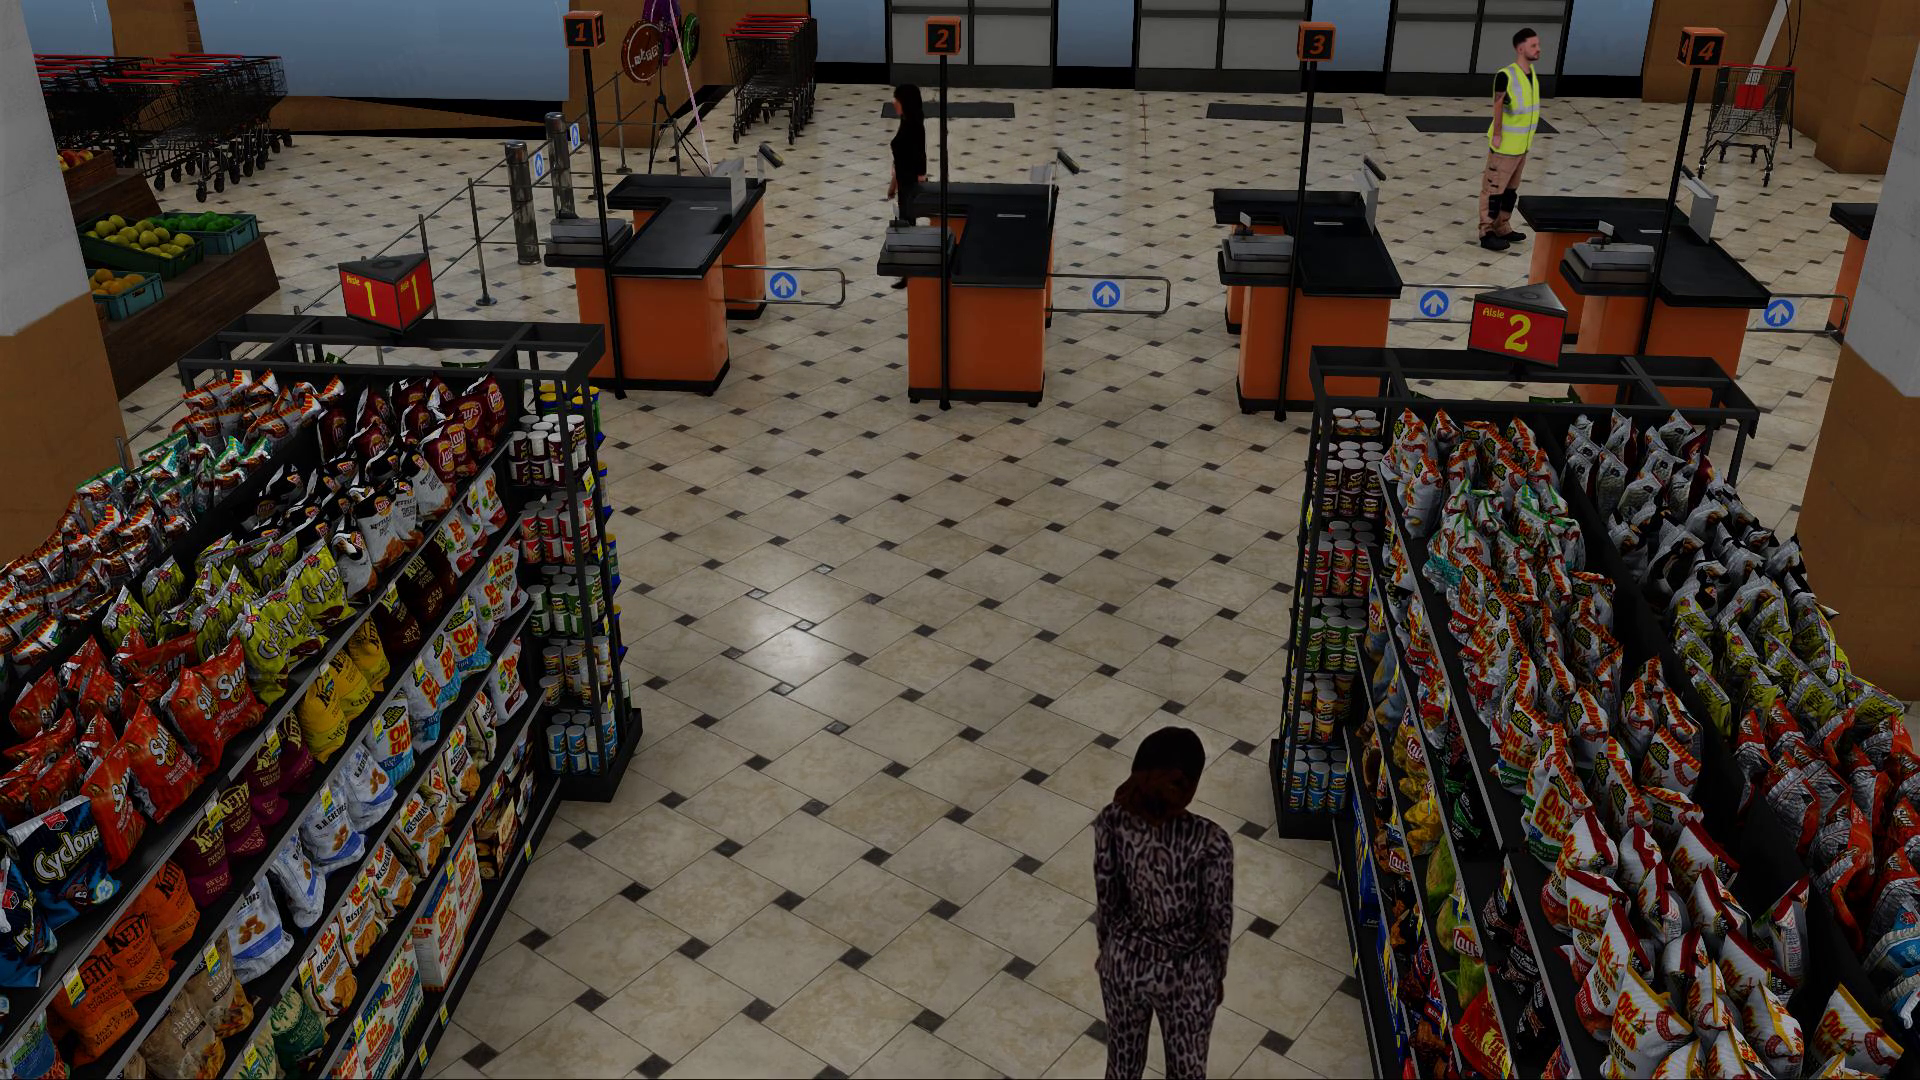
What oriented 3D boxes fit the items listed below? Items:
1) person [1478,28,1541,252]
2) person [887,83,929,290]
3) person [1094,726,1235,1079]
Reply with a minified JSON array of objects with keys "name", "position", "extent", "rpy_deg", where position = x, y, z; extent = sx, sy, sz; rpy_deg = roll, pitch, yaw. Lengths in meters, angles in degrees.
[{"name":"person","position":[4.706,-3.427,14.190],"extent":[0.915,1.847,0.847],"rpy_deg":[23,35,38]},{"name":"person","position":[-0.325,-2.777,13.148],"extent":[0.753,1.631,0.687],"rpy_deg":[-9,28,-17]},{"name":"person","position":[0.596,1.297,5.023],"extent":[0.650,1.713,0.667],"rpy_deg":[12,29,23]}]
